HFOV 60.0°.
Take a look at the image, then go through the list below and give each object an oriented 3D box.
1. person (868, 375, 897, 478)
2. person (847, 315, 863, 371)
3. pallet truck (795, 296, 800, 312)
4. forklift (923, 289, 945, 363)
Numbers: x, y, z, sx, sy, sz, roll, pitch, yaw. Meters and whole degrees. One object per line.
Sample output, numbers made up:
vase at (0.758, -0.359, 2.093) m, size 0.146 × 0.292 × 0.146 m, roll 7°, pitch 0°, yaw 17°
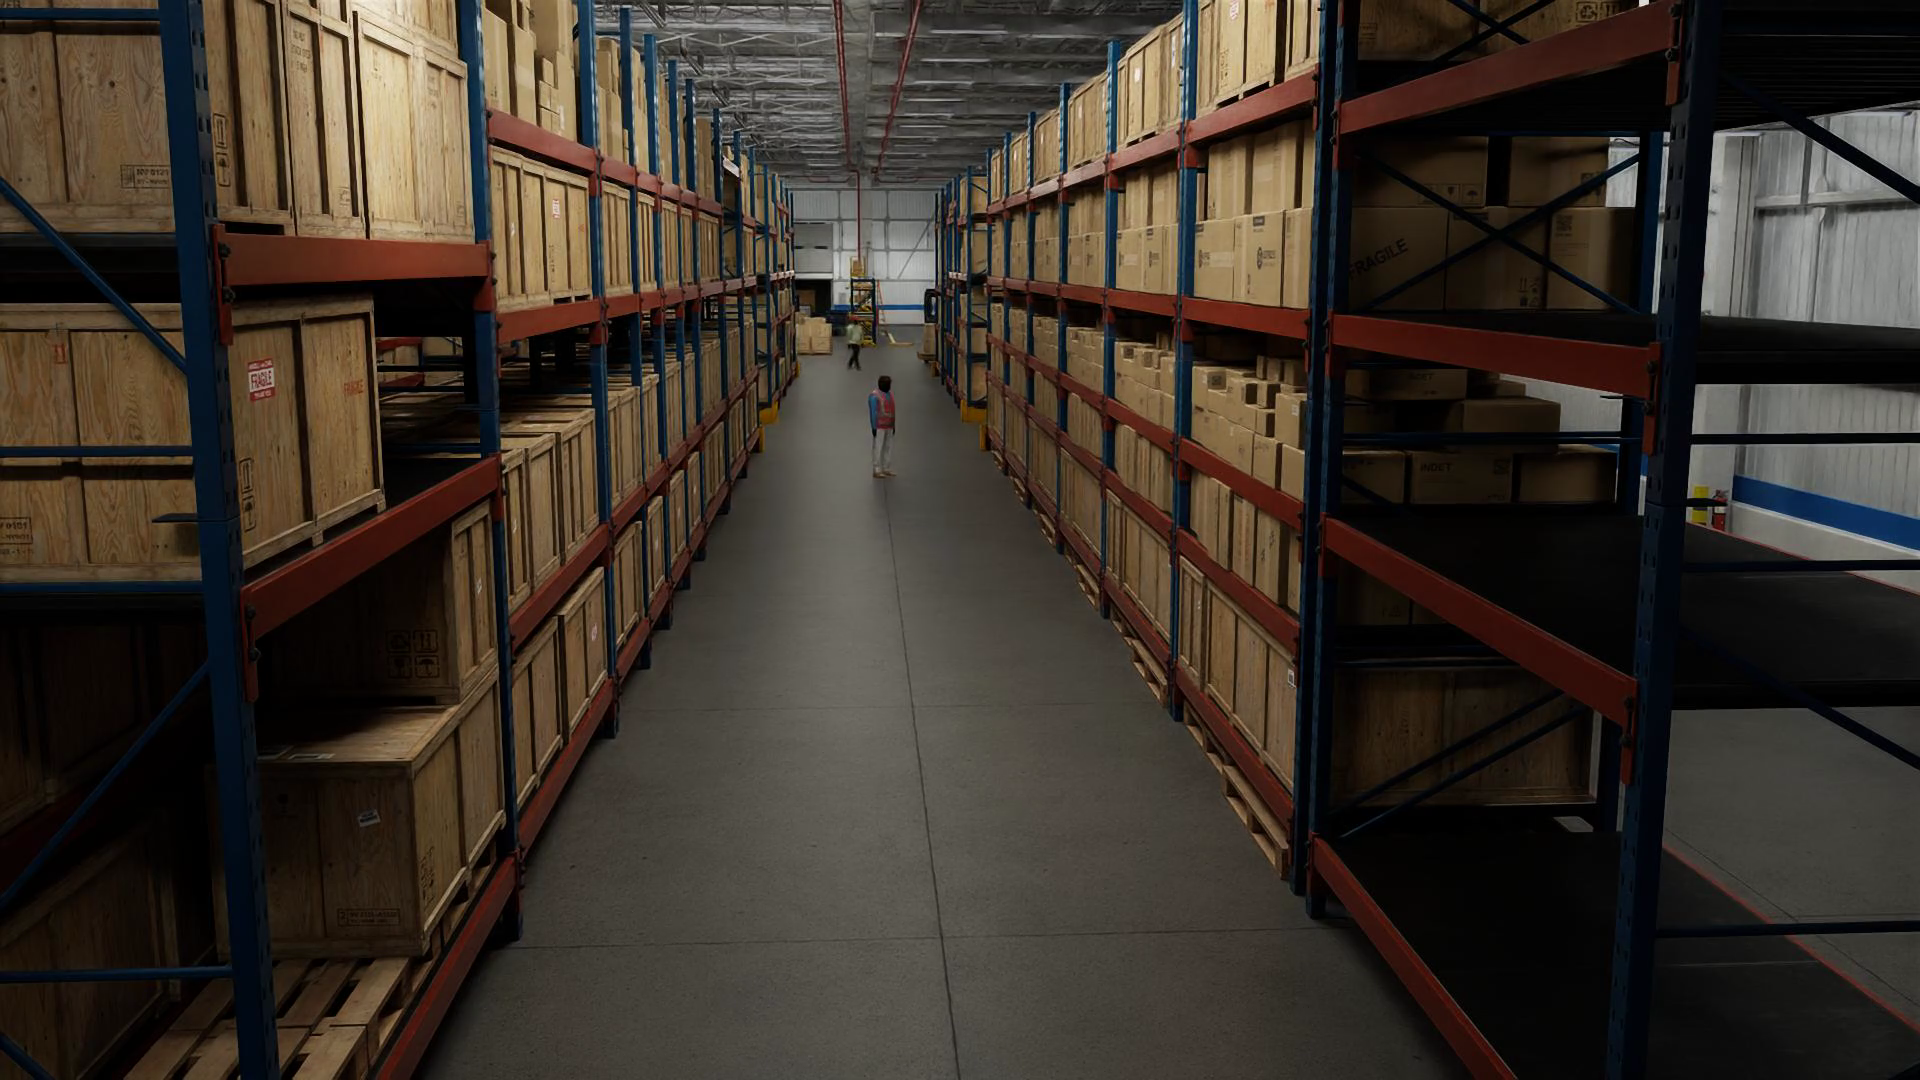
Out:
person at (-1.362, -2.024, 29.684) m, size 0.430 × 1.837 × 0.626 m, roll 7°, pitch 12°, yaw 37°
person at (-3.754, -7.002, 59.036) m, size 0.865 × 1.972 × 0.625 m, roll 9°, pitch 13°, yaw 44°
pallet truck at (-8.622, -12.439, 91.403) m, size 1.885 × 1.965 × 0.823 m, roll 2°, pitch 10°, yaw 13°
forklift at (-0.823, -8.157, 63.191) m, size 1.129 × 2.768 × 1.873 m, roll -1°, pitch 10°, yaw -3°
